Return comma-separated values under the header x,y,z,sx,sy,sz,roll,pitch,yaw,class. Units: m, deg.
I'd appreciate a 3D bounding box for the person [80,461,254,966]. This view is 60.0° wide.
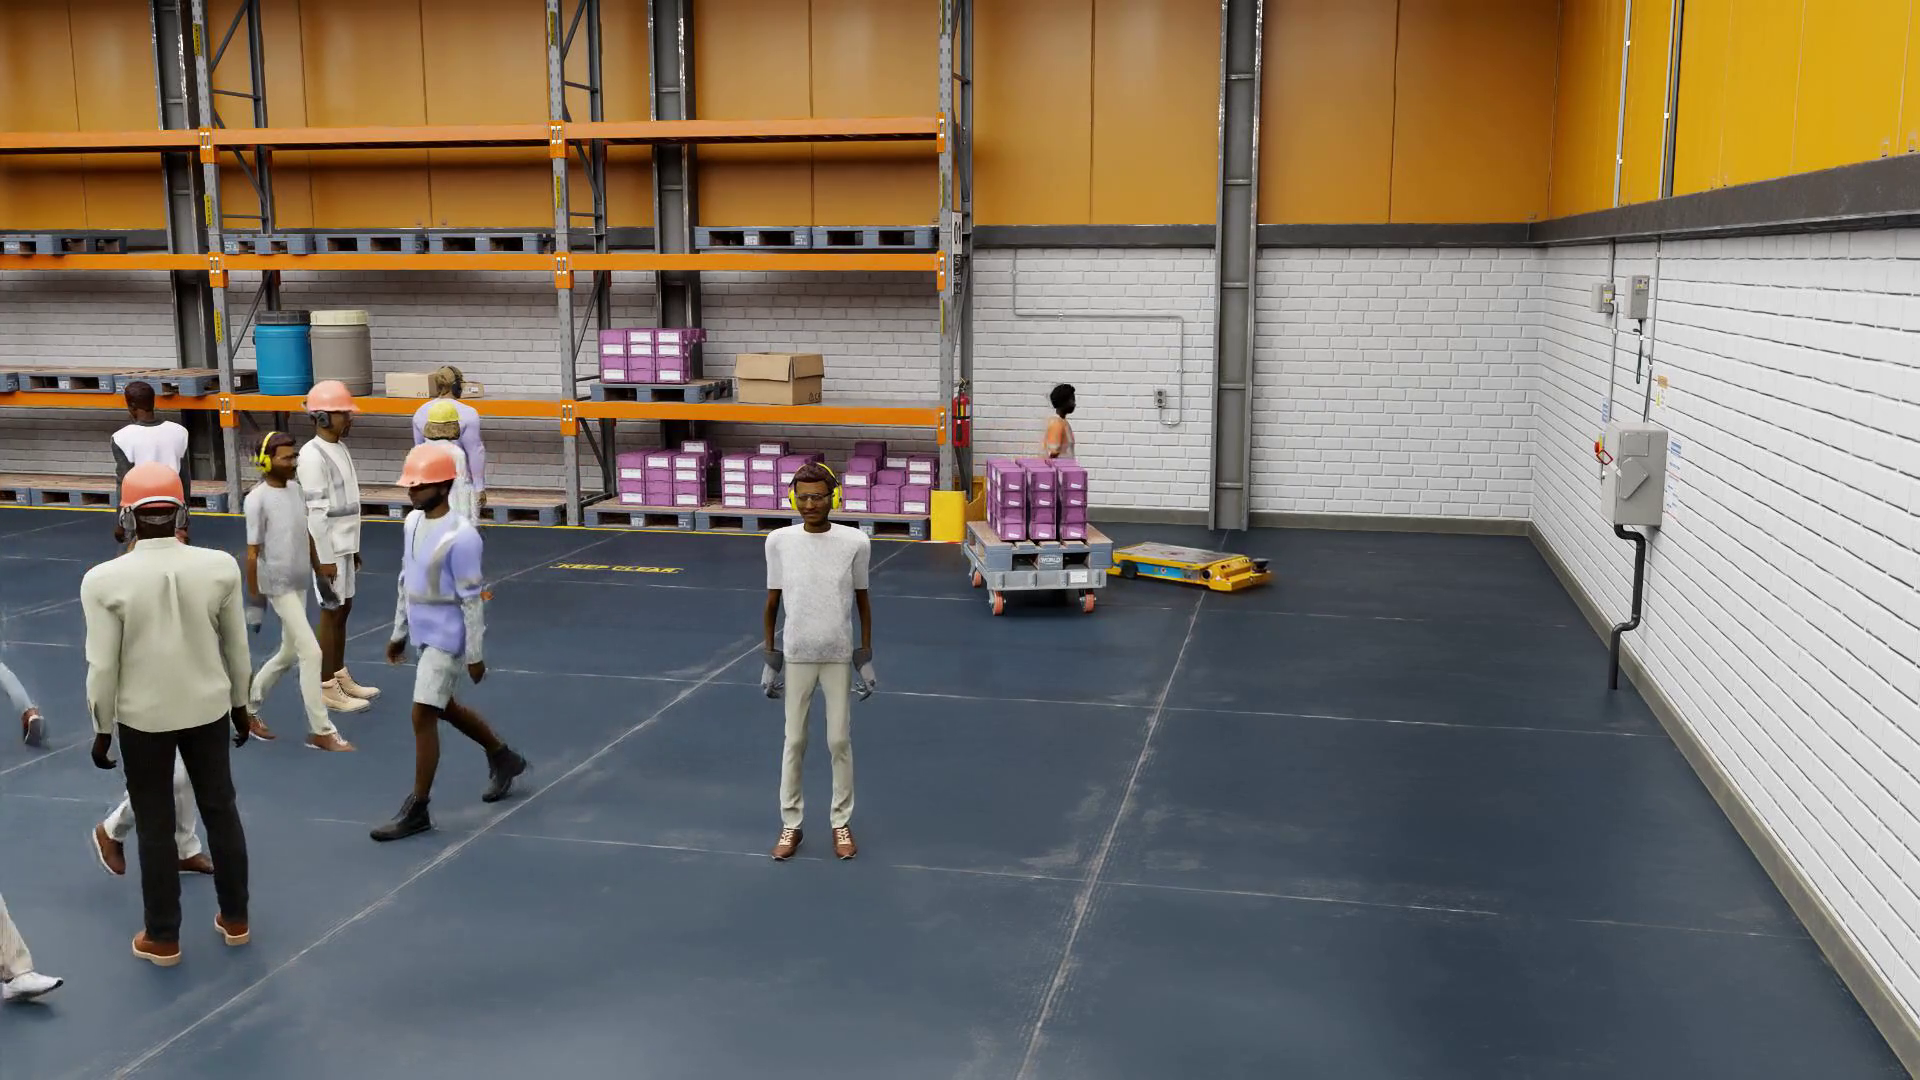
x,y,z,sx,sy,sz,roll,pitch,yaw,class
-3.137,0.680,6.613,0.623,1.992,0.396,-9,13,-43,person

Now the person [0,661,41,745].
x,y,z,sx,sy,sz,roll,pitch,yaw,class
-5.641,0.406,9.425,0.798,1.596,0.520,1,10,6,person

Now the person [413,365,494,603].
x,y,z,sx,sy,sz,roll,pitch,yaw,class
-4.078,-0.436,13.390,0.630,1.940,0.372,4,10,21,person

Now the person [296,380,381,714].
x,y,z,sx,sy,sz,roll,pitch,yaw,class
-3.838,0.039,10.260,0.367,2.046,0.608,-1,10,-6,person

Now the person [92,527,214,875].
x,y,z,sx,sy,sz,roll,pitch,yaw,class
-3.583,0.730,7.404,0.441,1.615,0.511,1,10,4,person

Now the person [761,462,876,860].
x,y,z,sx,sy,sz,roll,pitch,yaw,class
-0.655,0.561,7.708,0.532,1.864,0.310,0,10,-2,person

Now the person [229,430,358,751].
x,y,z,sx,sy,sz,roll,pitch,yaw,class
-3.852,0.284,9.464,0.852,1.847,0.526,1,10,6,person

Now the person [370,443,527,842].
x,y,z,sx,sy,sz,roll,pitch,yaw,class
-2.530,0.460,8.192,0.897,1.907,0.559,-9,13,-42,person

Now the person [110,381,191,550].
x,y,z,sx,sy,sz,roll,pitch,yaw,class
-5.810,-0.189,12.003,0.392,1.914,0.588,5,11,27,person

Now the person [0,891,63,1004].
x,y,z,sx,sy,sz,roll,pitch,yaw,class
-3.768,0.969,6.111,0.650,1.634,0.538,3,10,16,person

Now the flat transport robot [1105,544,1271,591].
x,y,z,sx,sy,sz,roll,pitch,yaw,class
1.918,0.216,14.460,1.431,0.197,0.652,8,13,40,flat transport robot

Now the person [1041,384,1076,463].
x,y,z,sx,sy,sz,roll,pitch,yaw,class
0.988,-0.567,14.949,0.816,1.656,0.551,1,10,6,person

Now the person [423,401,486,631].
x,y,z,sx,sy,sz,roll,pitch,yaw,class
-3.799,-0.161,12.337,0.488,1.744,0.295,5,11,27,person
